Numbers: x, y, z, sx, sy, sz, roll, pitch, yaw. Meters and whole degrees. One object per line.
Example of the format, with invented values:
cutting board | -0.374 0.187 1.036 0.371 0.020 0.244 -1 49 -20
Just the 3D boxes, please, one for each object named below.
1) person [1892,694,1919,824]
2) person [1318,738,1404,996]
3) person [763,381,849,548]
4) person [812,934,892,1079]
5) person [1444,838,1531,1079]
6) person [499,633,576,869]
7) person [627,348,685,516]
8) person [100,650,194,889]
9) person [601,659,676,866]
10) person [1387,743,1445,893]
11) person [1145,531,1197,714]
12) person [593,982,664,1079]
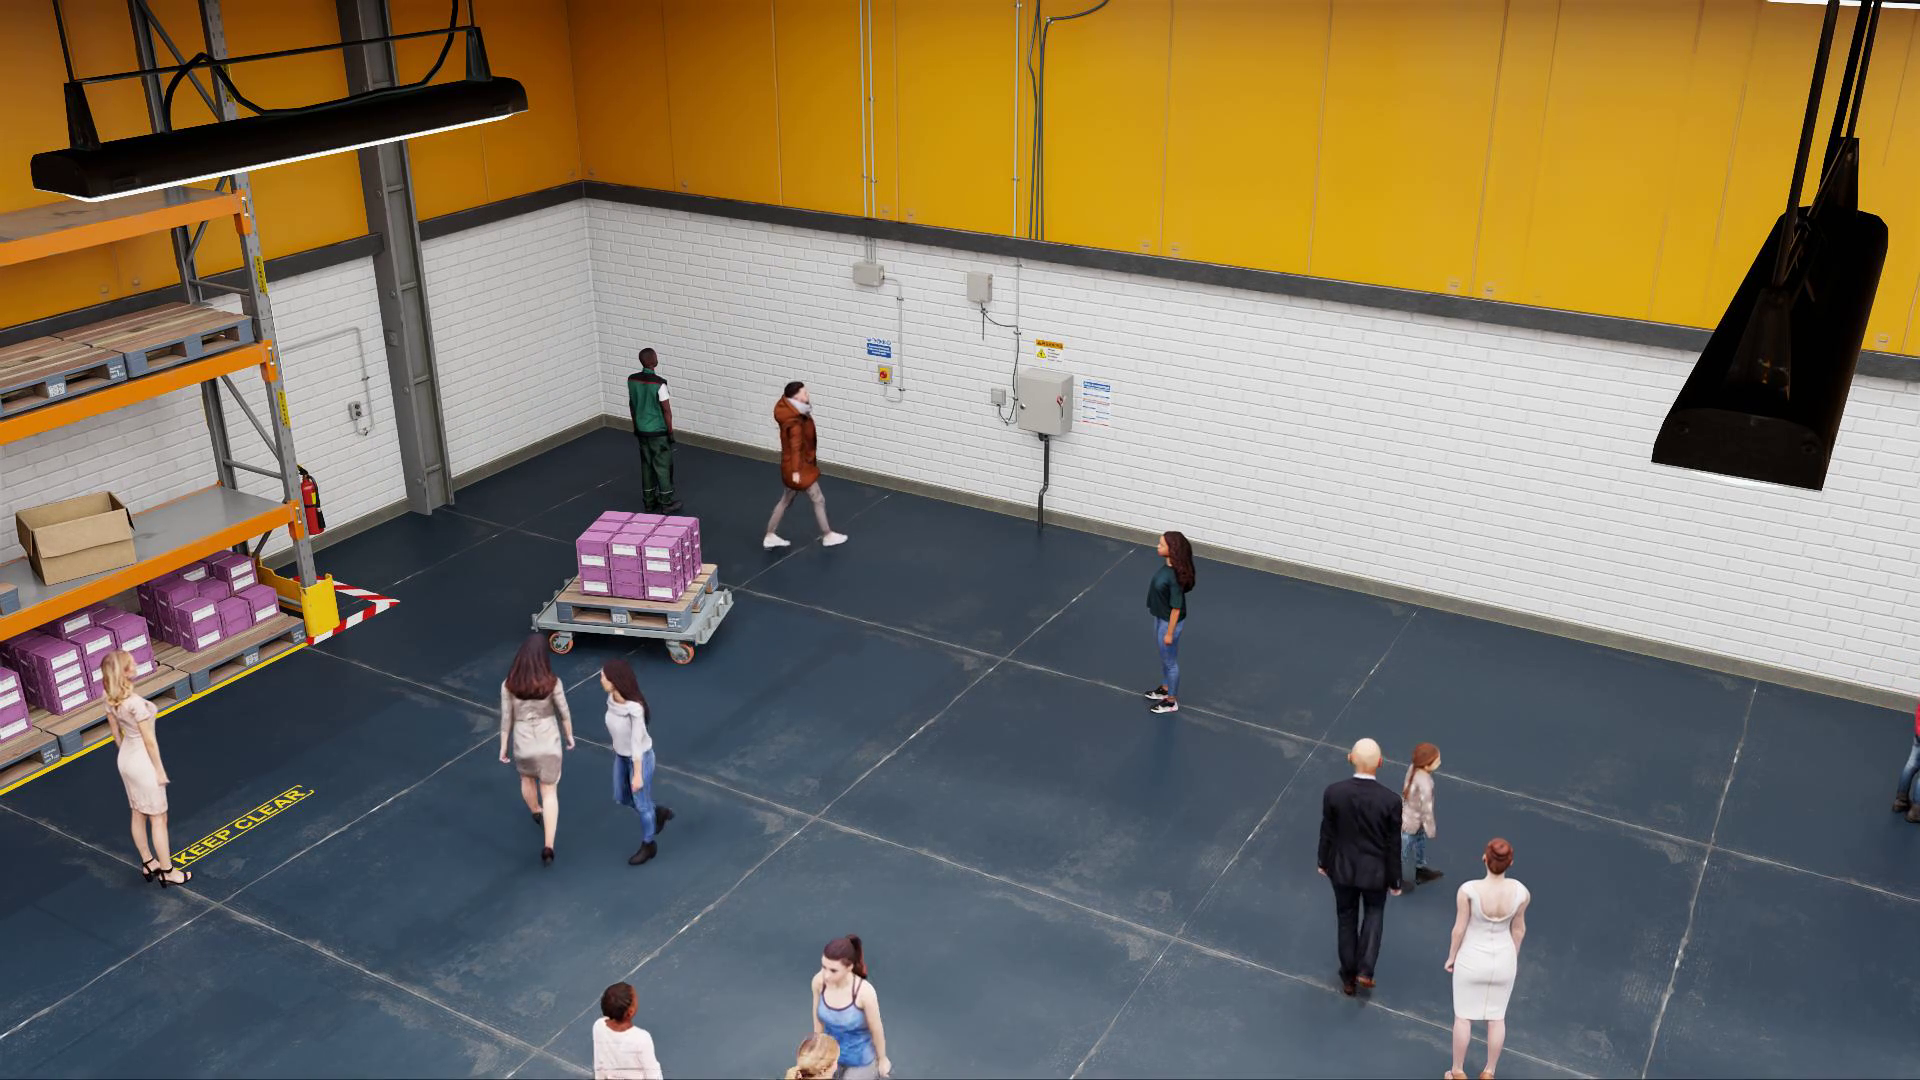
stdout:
person | 7.247 1.490 12.426 0.657 1.318 0.580 -3 24 -6
person | 2.482 2.117 10.415 0.767 1.781 0.758 9 25 20
person | -1.725 -0.712 16.866 1.236 1.797 1.125 -8 25 -18
person | -0.546 2.799 9.116 0.627 1.571 1.080 15 28 31
person | 3.025 2.467 9.602 0.638 1.790 0.618 2 24 5
person | -3.010 1.540 11.841 1.017 1.694 1.113 -4 24 -9
person | -3.297 -1.178 17.878 0.684 1.839 0.603 12 26 25
person | -5.706 1.592 11.555 0.563 1.830 0.495 14 27 29
person | -2.256 1.552 11.907 0.797 1.620 0.758 -21 31 -39
person | 3.105 1.932 11.587 0.720 1.180 0.694 1 24 2
person | 1.755 0.671 13.926 0.770 1.617 0.687 -1 24 -1
person | -1.797 3.000 8.856 0.589 1.411 1.007 14 27 29
